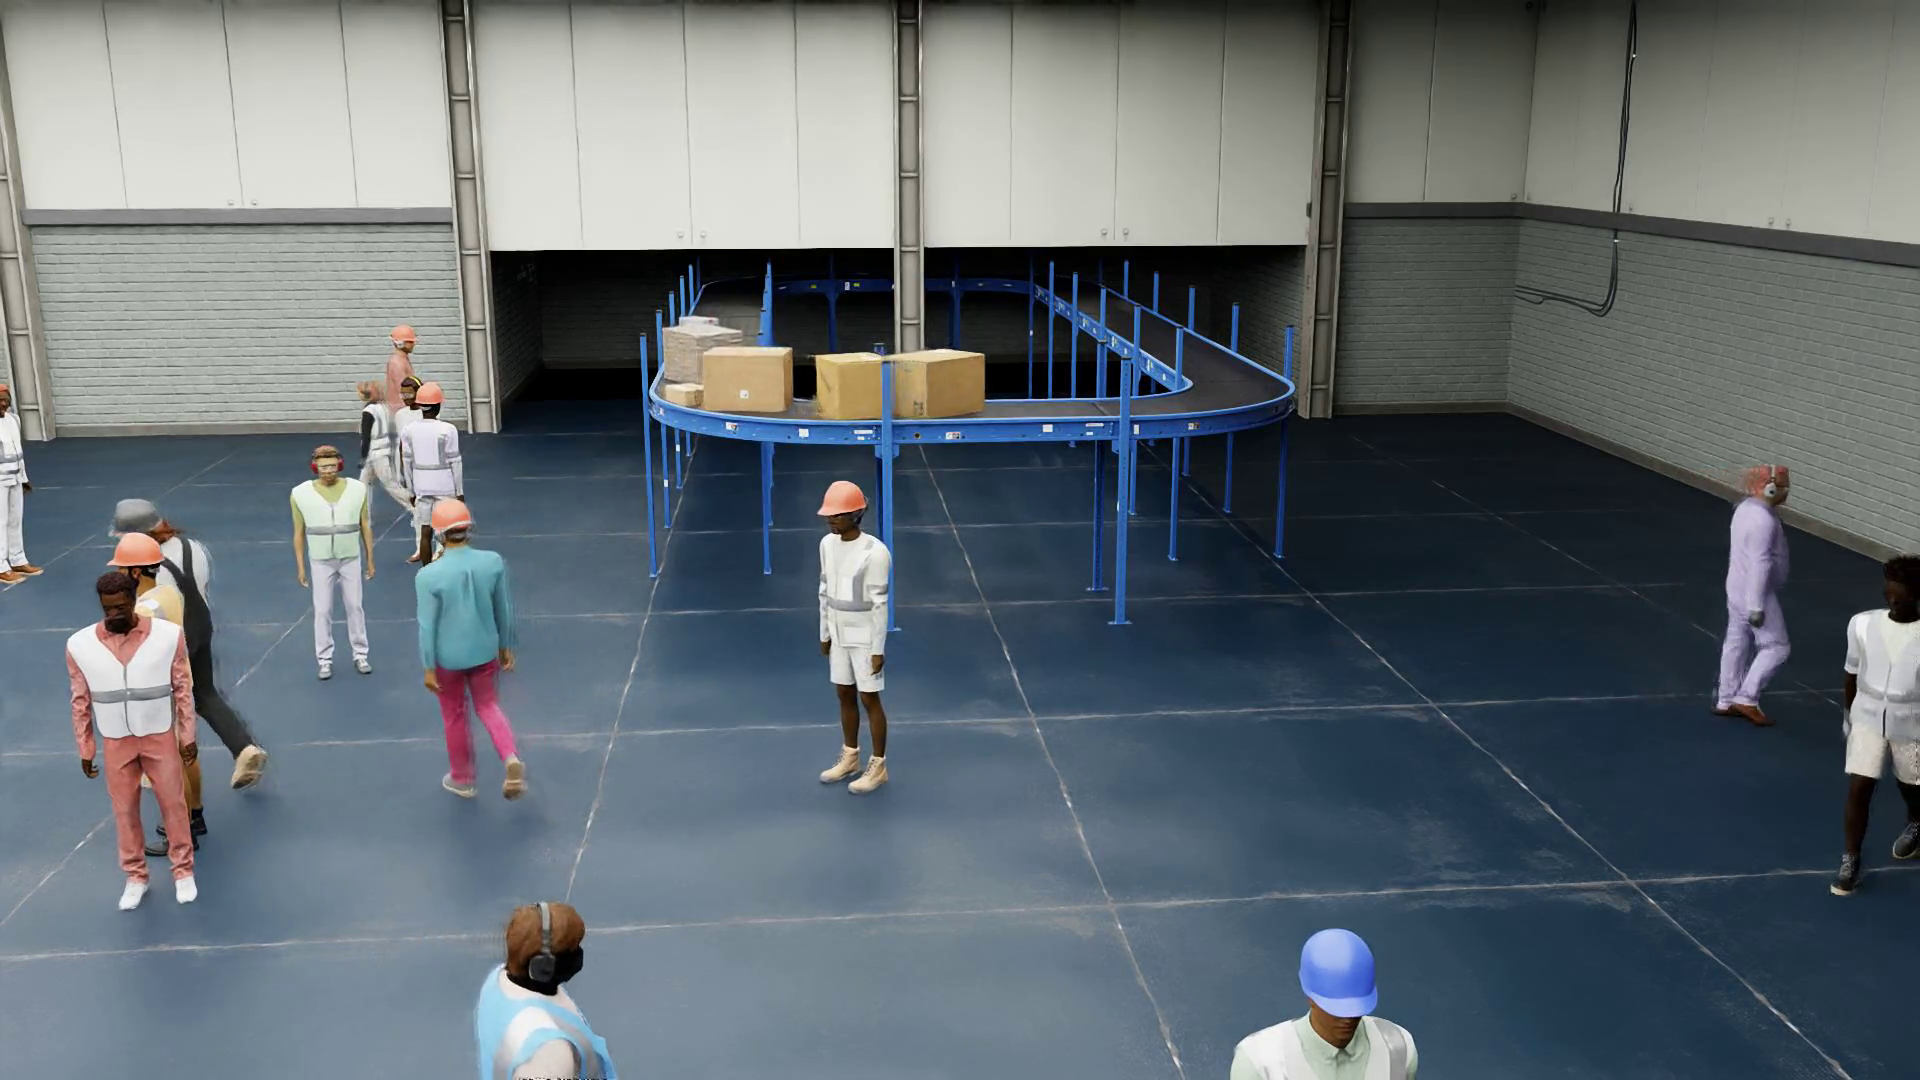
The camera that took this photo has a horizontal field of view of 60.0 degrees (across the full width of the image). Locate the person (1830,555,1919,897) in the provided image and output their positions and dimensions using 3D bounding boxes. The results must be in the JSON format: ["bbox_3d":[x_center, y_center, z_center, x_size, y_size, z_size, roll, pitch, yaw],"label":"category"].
[{"bbox_3d":[5.304,0.997,9.393,0.616,1.931,0.943,14,19,43],"label":"person"}]

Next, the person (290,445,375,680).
[{"bbox_3d":[-4.869,0.156,12.944,0.576,1.837,0.389,-7,16,-28],"label":"person"}]

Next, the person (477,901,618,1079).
[{"bbox_3d":[-1.318,2.038,5.431,0.521,1.834,0.641,-6,15,-24],"label":"person"}]

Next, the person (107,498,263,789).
[{"bbox_3d":[-4.953,0.649,10.558,0.918,2.000,0.676,5,15,18],"label":"person"}]

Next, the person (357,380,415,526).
[{"bbox_3d":[-6.149,-0.916,17.718,0.836,1.604,0.504,-3,14,-11],"label":"person"}]

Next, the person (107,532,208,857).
[{"bbox_3d":[-4.707,0.901,9.758,0.369,1.939,0.542,-2,14,-7],"label":"person"}]

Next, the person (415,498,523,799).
[{"bbox_3d":[-3.077,0.710,10.440,0.633,1.977,0.715,-13,19,-43],"label":"person"}]

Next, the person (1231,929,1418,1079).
[{"bbox_3d":[1.092,2.070,5.058,0.614,1.947,0.389,-3,14,-13],"label":"person"}]

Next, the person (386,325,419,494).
[{"bbox_3d":[-6.390,-1.488,19.203,0.394,1.990,0.618,-5,15,-20],"label":"person"}]

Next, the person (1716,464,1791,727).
[{"bbox_3d":[5.739,0.394,11.866,0.507,1.892,0.671,3,14,13],"label":"person"}]

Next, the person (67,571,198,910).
[{"bbox_3d":[-4.504,1.078,9.116,0.598,1.910,0.402,-5,15,-20],"label":"person"}]

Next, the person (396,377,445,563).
[{"bbox_3d":[-5.255,-0.671,16.221,0.504,1.861,0.329,4,15,17],"label":"person"}]

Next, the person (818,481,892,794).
[{"bbox_3d":[-0.705,0.619,10.705,0.609,2.040,0.399,13,19,43],"label":"person"}]

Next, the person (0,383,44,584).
[{"bbox_3d":[-8.978,-0.543,15.651,0.360,1.882,0.575,2,14,6],"label":"person"}]

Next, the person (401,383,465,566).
[{"bbox_3d":[-4.810,-0.476,15.267,0.542,1.939,0.369,2,14,7],"label":"person"}]
